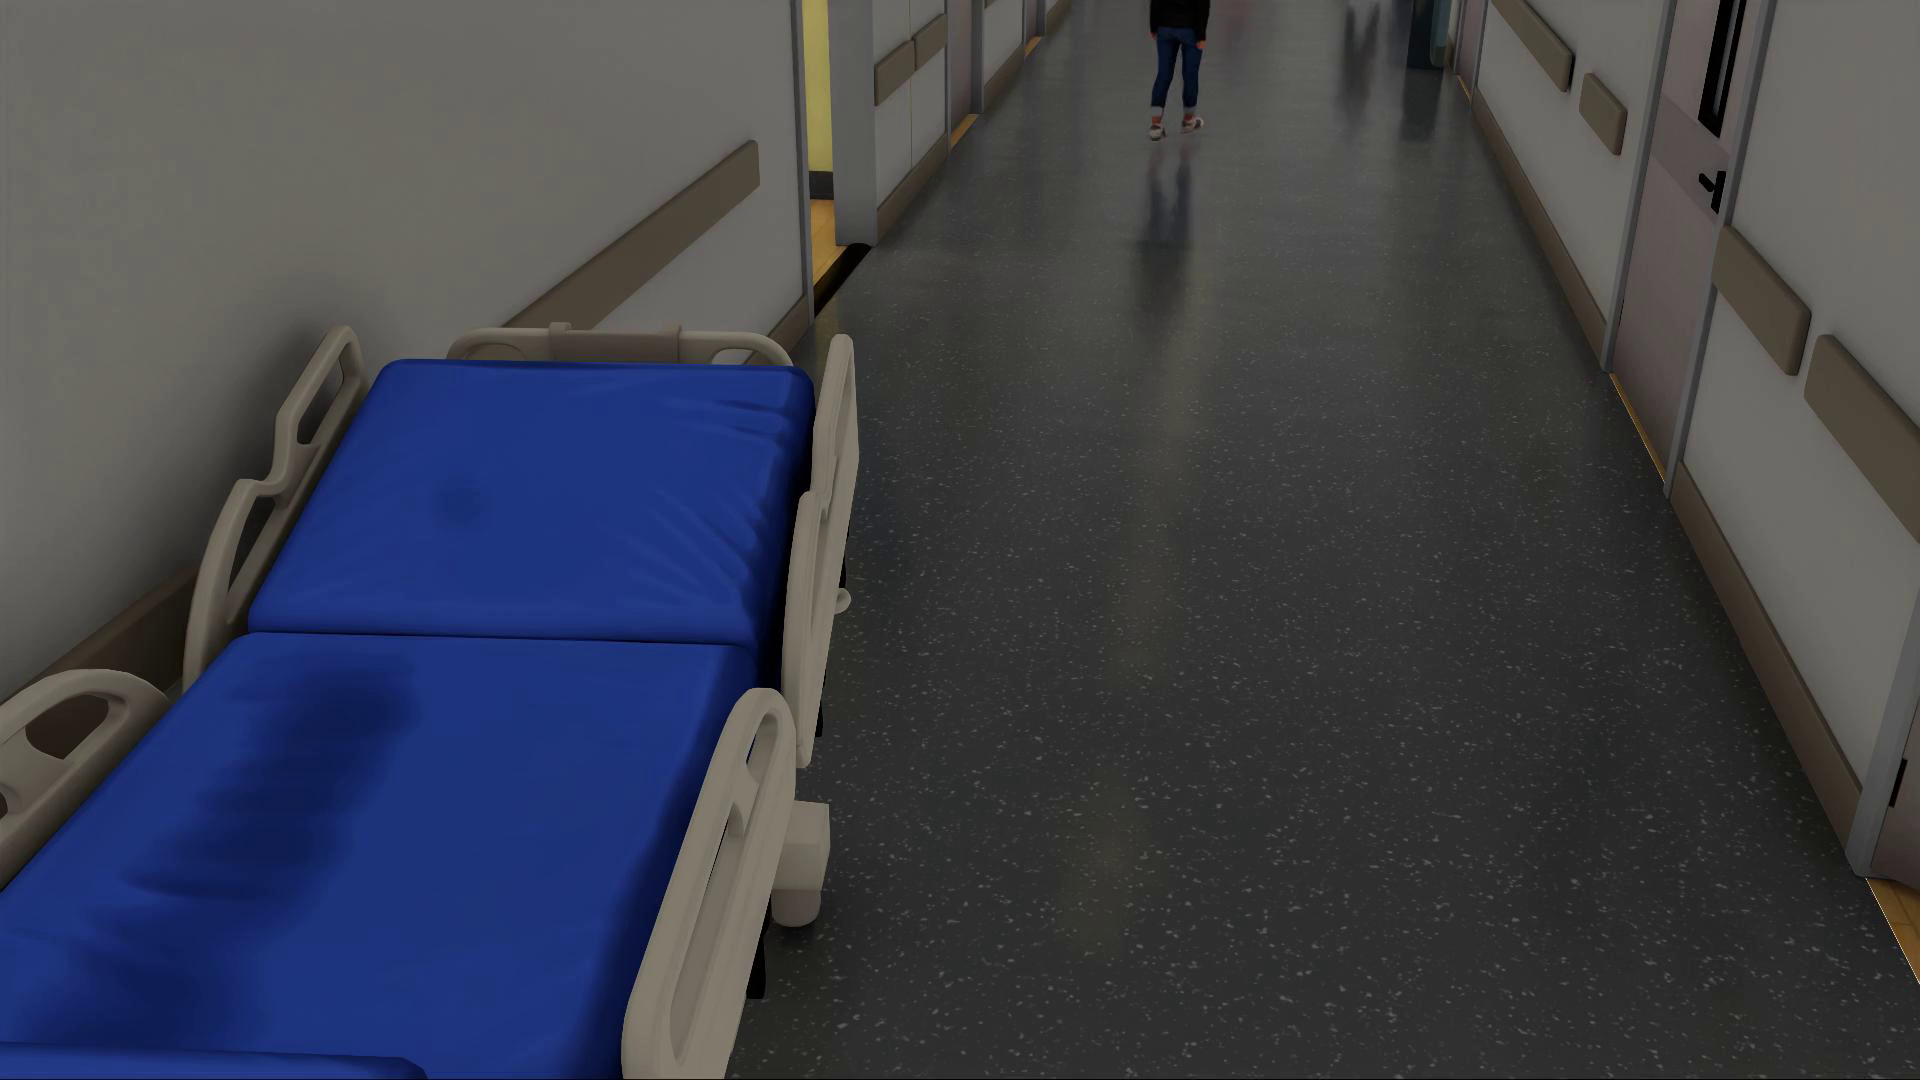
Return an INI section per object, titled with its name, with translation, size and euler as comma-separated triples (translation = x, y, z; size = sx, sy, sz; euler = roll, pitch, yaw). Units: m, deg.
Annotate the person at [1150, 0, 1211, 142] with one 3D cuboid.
[person]
translation = 1.381, -3.276, 10.685
size = 0.952, 1.450, 0.795
euler = 12, 28, 23
